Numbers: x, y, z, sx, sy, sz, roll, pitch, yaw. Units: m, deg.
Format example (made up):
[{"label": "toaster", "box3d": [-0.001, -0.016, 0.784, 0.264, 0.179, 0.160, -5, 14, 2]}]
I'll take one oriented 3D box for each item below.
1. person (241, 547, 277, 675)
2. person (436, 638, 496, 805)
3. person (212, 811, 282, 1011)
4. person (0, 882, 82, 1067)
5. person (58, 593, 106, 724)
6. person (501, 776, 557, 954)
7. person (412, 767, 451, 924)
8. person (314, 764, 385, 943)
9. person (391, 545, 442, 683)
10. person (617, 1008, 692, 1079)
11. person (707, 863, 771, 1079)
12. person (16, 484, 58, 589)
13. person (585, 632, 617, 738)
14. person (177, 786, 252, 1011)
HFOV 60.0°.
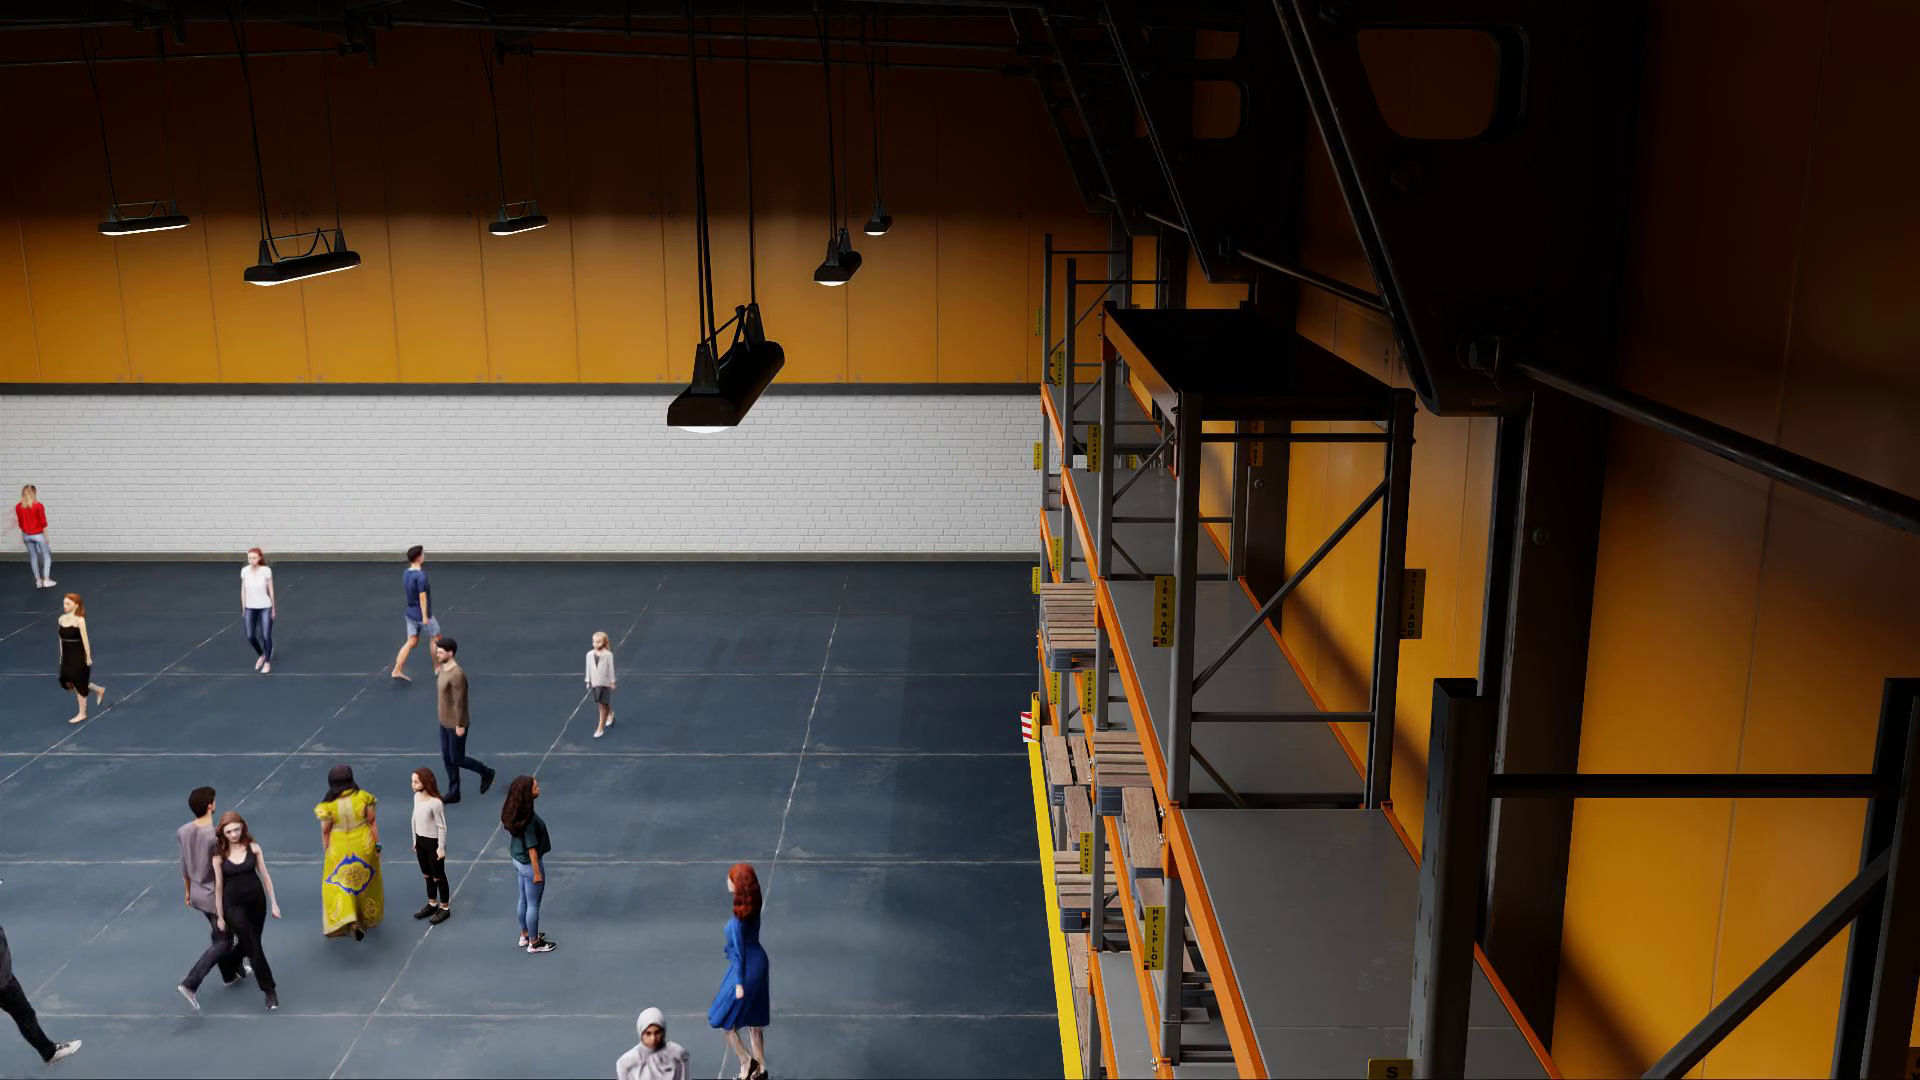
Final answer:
[{"label": "person", "box3d": [-9.443, 0.928, 22.471, 0.611, 1.732, 0.628, -1, 14, -6]}, {"label": "person", "box3d": [-5.400, 1.942, 17.980, 1.013, 1.874, 0.977, -11, 17, -38]}, {"label": "person", "box3d": [-5.990, 3.033, 13.842, 1.077, 1.702, 1.171, -13, 19, -43]}, {"label": "person", "box3d": [-7.373, 3.348, 12.514, 1.128, 1.714, 1.194, 13, 19, 43]}, {"label": "person", "box3d": [-10.909, 1.431, 20.651, 0.758, 1.612, 0.930, 5, 15, 21]}, {"label": "person", "box3d": [-3.829, 2.858, 14.744, 0.772, 1.617, 0.694, -9, 16, -34]}, {"label": "person", "box3d": [-4.873, 2.789, 15.313, 0.617, 1.484, 0.637, 9, 16, 33]}, {"label": "person", "box3d": [-5.429, 2.827, 14.839, 1.115, 1.633, 1.293, -7, 15, -28]}, {"label": "person", "box3d": [-7.221, 1.005, 21.975, 1.061, 1.816, 1.202, 10, 17, 35]}, {"label": "person", "box3d": [-1.957, 3.774, 10.675, 0.829, 1.752, 1.054, -4, 14, -17]}, {"label": "person", "box3d": [-1.523, 3.307, 12.470, 0.777, 1.815, 0.680, 4, 14, 15]}, {"label": "person", "box3d": [-14.798, -0.043, 26.546, 0.646, 1.702, 0.607, -1, 14, -6]}, {"label": "person", "box3d": [-4.337, 1.716, 20.220, 0.662, 1.259, 0.925, 4, 14, 15]}, {"label": "person", "box3d": [-6.267, 2.980, 13.804, 0.964, 1.823, 1.177, 6, 15, 23]}]
